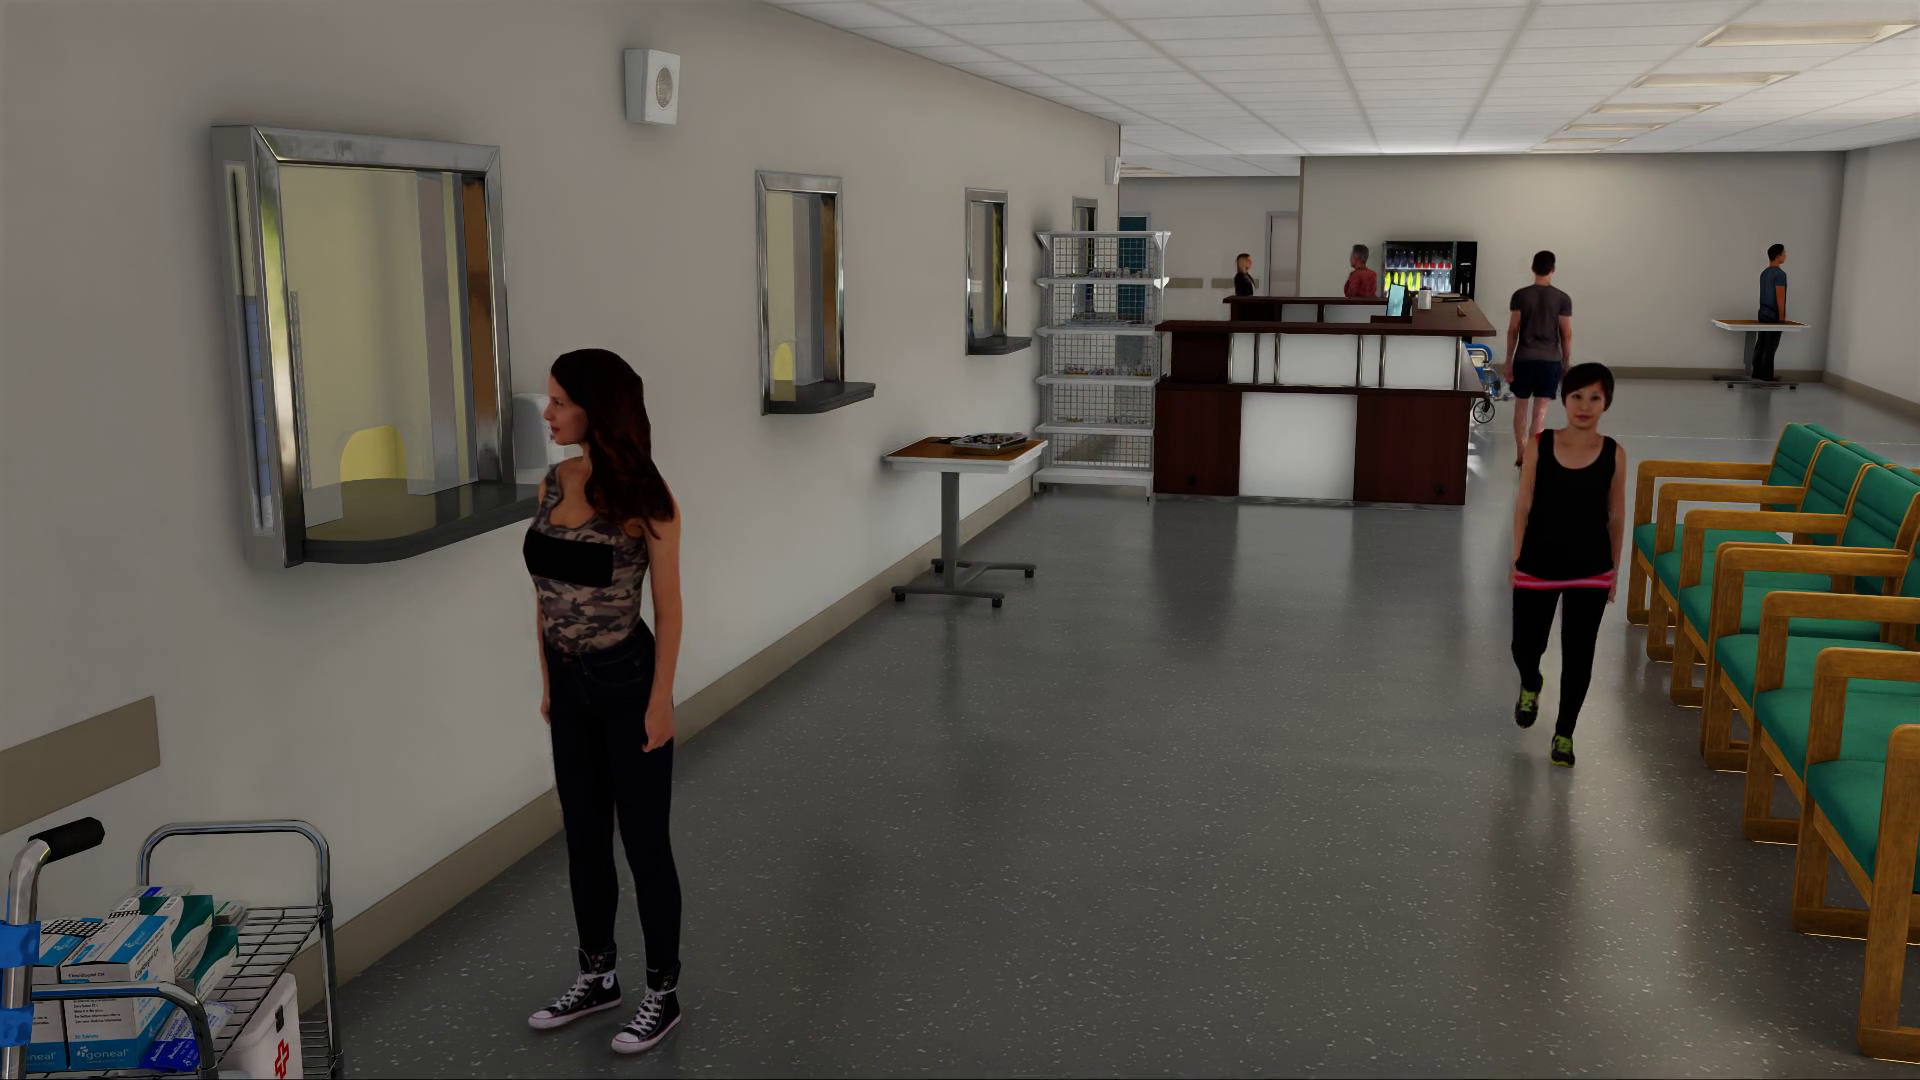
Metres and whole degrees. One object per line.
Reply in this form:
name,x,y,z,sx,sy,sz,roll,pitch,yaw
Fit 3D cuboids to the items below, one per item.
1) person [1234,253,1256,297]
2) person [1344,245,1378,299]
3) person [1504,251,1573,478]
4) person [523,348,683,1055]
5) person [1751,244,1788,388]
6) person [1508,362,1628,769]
person,3.776,-3.081,22.815,0.842,1.652,0.696,5,12,26
person,4.704,-2.483,19.253,1.126,1.806,0.963,9,14,38
person,4.674,-1.403,13.501,0.815,1.828,0.761,4,12,21
person,-0.874,0.397,4.173,0.576,1.769,0.723,7,13,32
person,10.446,-2.899,21.430,0.643,1.810,0.703,0,11,-2
person,2.336,0.082,6.443,0.664,1.542,0.610,3,11,15
